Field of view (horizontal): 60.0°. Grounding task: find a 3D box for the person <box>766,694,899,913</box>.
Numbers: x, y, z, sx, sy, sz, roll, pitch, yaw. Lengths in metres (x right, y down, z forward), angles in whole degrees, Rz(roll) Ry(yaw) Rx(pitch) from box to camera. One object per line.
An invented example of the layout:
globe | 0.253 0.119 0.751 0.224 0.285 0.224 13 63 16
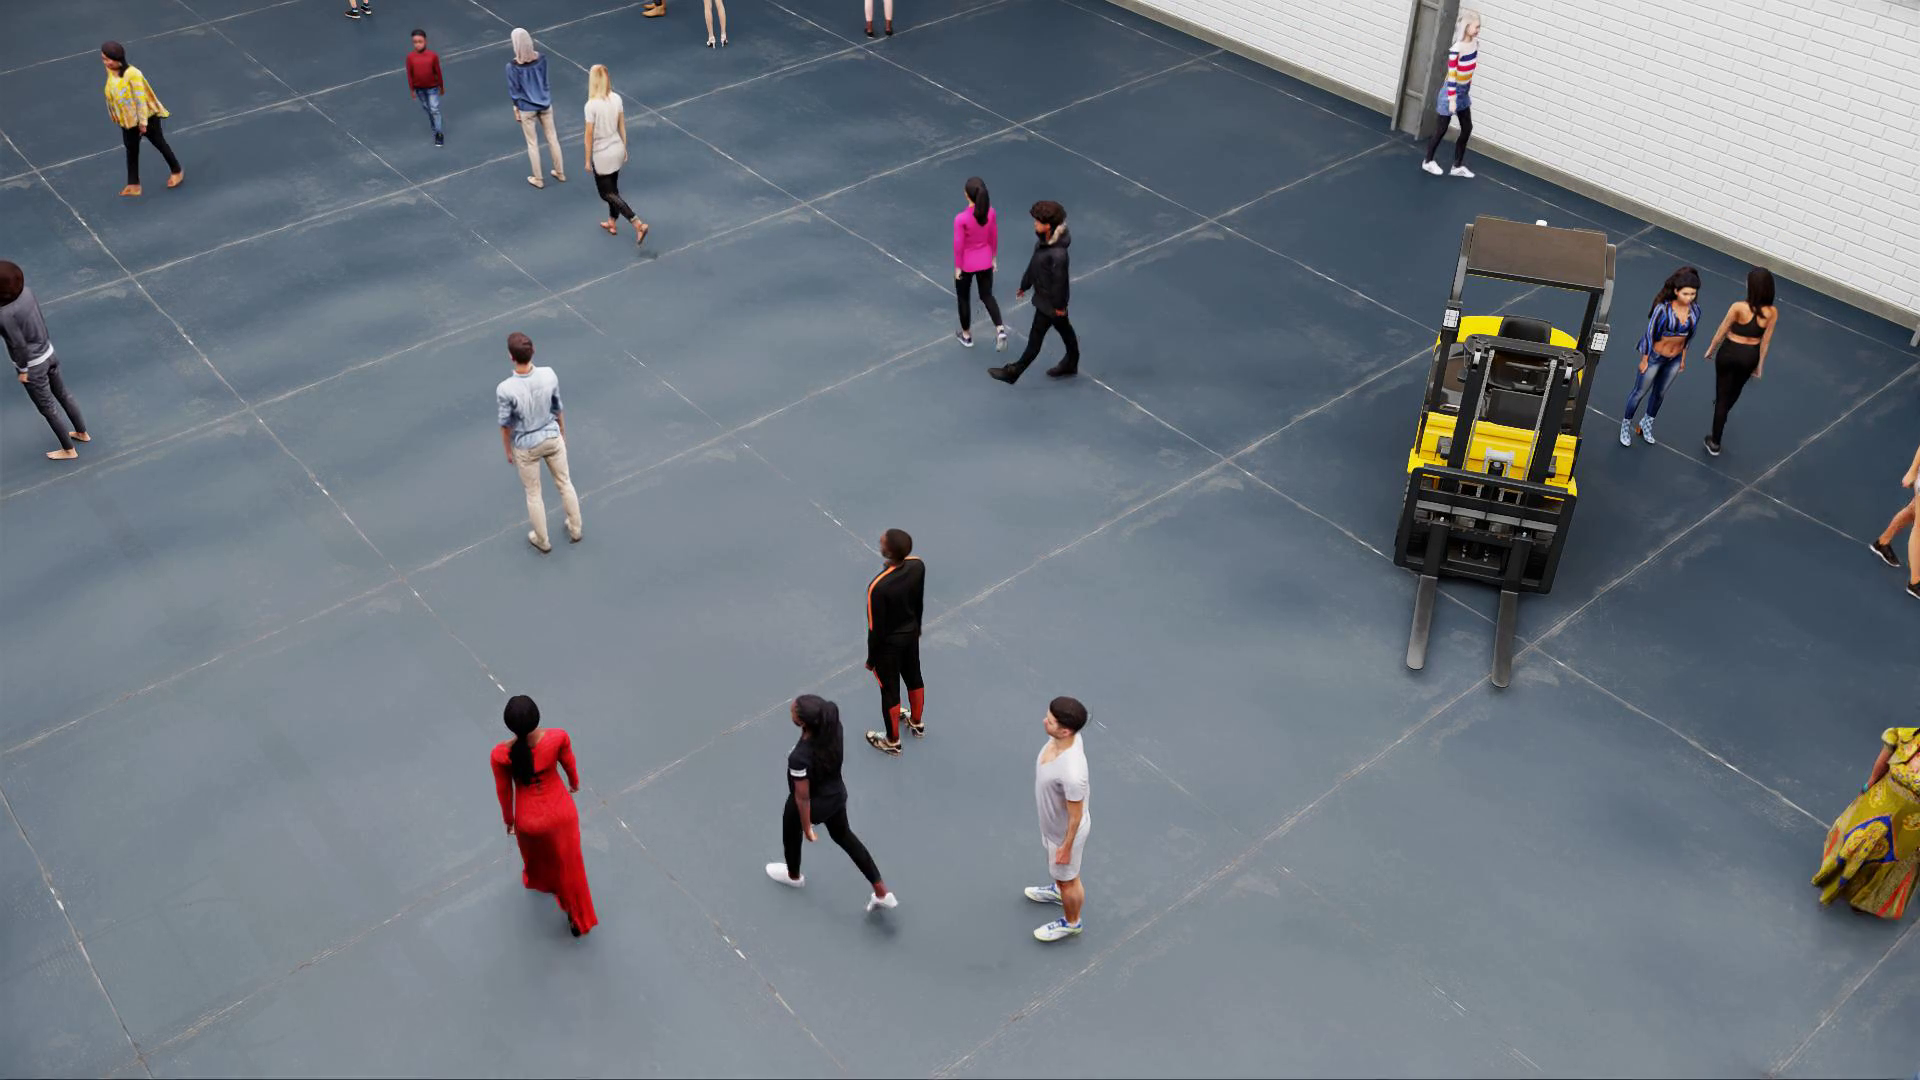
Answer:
person | -0.752 1.560 9.735 1.206 1.695 0.808 24 45 27

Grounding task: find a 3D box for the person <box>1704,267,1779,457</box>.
person | 6.329 -1.418 13.523 0.958 1.621 0.970 8 39 9

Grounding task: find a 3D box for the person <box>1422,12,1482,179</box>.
person | 5.127 -4.689 17.486 0.657 1.788 0.788 -26 45 -29

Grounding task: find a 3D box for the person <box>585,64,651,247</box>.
person | -3.381 -3.720 16.257 1.098 1.806 0.763 26 46 29

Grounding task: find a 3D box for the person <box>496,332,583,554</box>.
person | -3.169 -0.731 12.483 0.661 1.847 0.565 -23 44 -26

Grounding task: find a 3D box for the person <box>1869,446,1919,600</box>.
person | 7.173 -0.536 12.268 0.912 1.811 1.107 -8 39 -10

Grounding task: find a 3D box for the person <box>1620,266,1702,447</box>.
person | 5.751 -1.491 13.620 0.692 1.615 0.720 -4 39 -5

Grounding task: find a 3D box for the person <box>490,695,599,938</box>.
person | -2.378 1.649 9.580 0.821 1.761 1.065 -14 41 -17

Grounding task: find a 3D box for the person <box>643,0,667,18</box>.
person | -3.936 -7.535 21.111 0.765 1.711 0.677 -2 39 -2

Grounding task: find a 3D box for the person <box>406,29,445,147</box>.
person | -5.891 -5.043 18.366 0.802 1.242 0.940 -3 39 -4

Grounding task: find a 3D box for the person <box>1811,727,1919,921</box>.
person | 5.582 1.558 9.784 0.798 1.648 0.850 29 47 31

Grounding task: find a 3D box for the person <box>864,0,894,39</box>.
person | -1.024 -7.086 20.544 0.685 1.718 0.693 -5 39 -6

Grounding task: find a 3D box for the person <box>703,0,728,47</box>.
person | -3.053 -6.872 20.263 0.648 1.734 0.628 -14 41 -17

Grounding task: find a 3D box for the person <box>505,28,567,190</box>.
person | -4.432 -4.506 17.337 0.607 1.697 0.554 -27 46 -29

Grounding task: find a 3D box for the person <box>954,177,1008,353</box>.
person | 0.176 -2.382 14.690 0.694 1.683 0.980 -20 43 -23

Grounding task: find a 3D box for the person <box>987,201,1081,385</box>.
person | 0.871 -2.104 14.300 1.038 1.725 1.097 -6 39 -8

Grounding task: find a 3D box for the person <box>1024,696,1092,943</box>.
person | 0.600 1.588 9.575 0.824 1.853 0.701 -5 39 -6

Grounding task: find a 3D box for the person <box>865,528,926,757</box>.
person | -0.413 0.643 10.794 0.641 1.808 0.547 -32 48 -34

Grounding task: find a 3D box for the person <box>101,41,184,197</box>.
person | -8.439 -4.400 17.255 1.013 1.624 0.980 16 41 20

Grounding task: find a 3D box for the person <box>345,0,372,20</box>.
person | -7.792 -7.391 21.142 0.571 1.447 0.579 26 45 29

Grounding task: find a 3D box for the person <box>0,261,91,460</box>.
person | -7.476 -1.470 13.470 0.748 1.770 0.682 2 39 3
